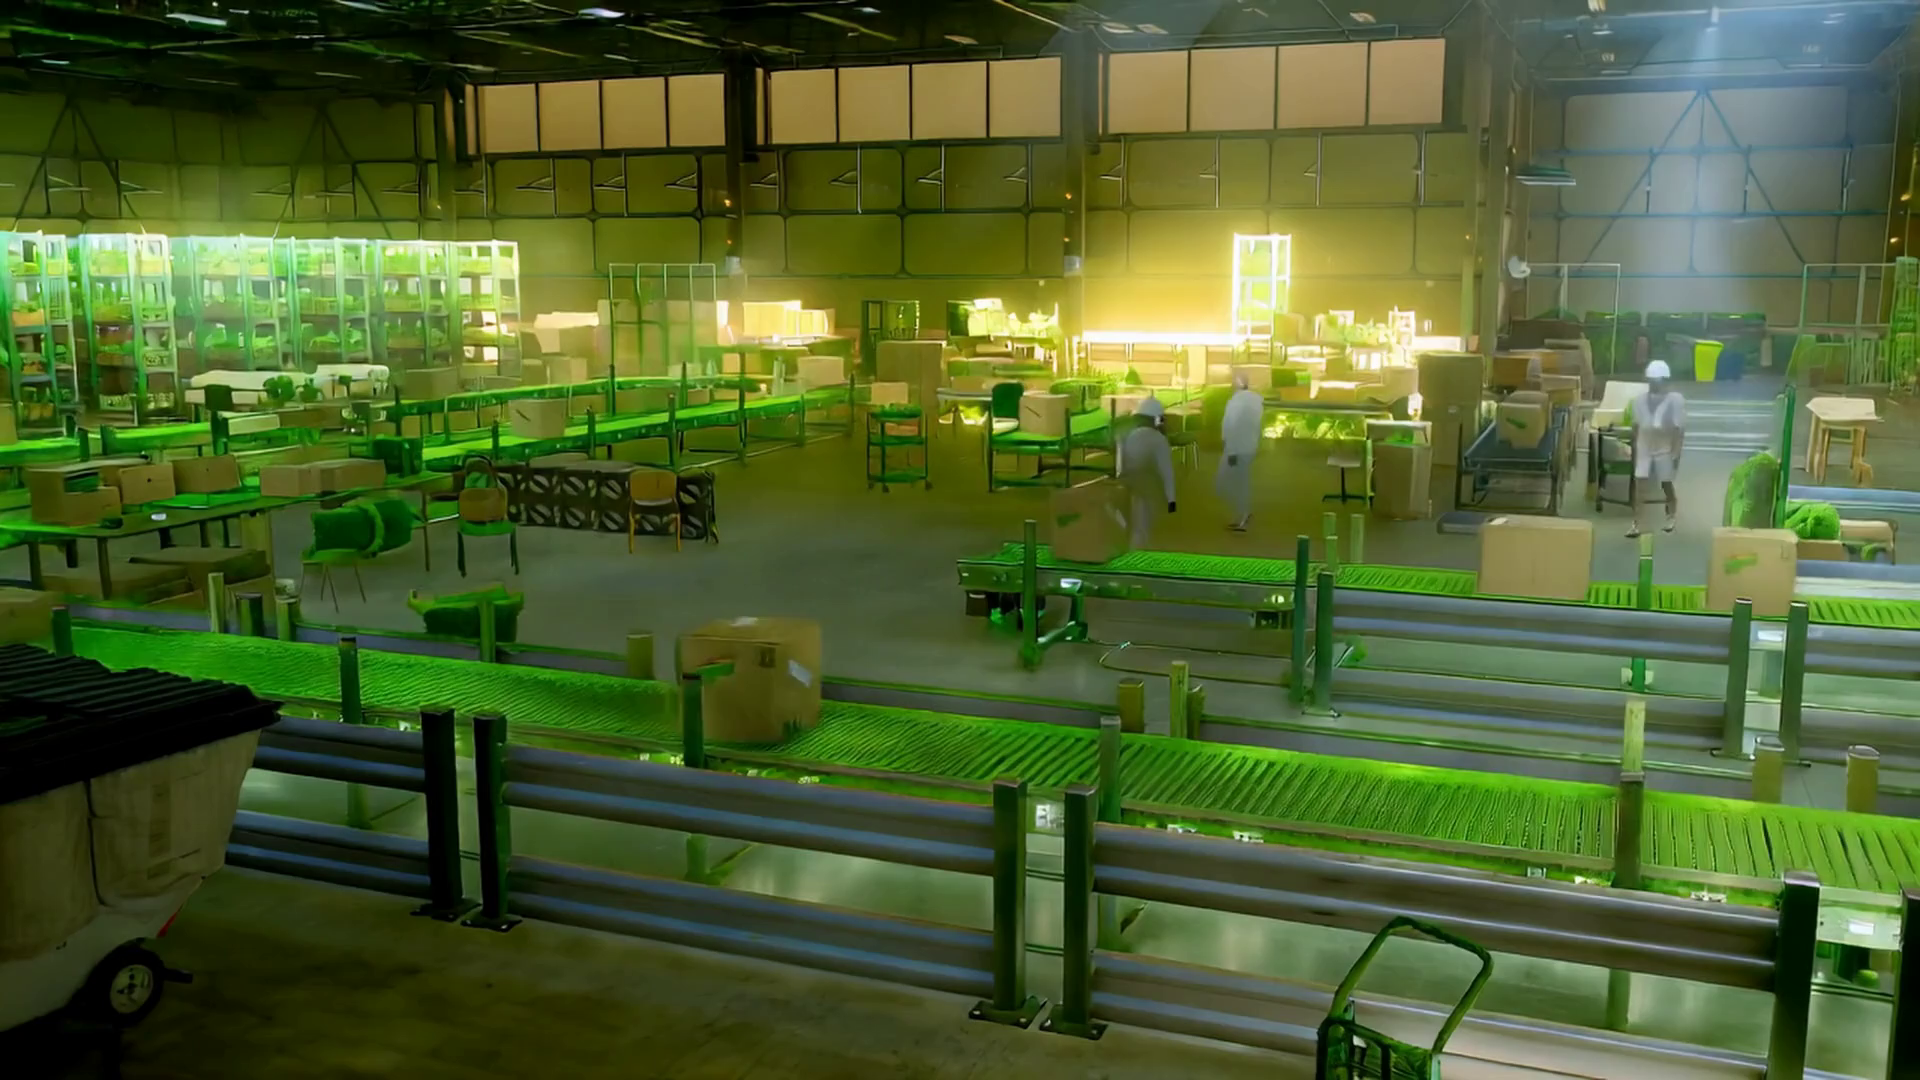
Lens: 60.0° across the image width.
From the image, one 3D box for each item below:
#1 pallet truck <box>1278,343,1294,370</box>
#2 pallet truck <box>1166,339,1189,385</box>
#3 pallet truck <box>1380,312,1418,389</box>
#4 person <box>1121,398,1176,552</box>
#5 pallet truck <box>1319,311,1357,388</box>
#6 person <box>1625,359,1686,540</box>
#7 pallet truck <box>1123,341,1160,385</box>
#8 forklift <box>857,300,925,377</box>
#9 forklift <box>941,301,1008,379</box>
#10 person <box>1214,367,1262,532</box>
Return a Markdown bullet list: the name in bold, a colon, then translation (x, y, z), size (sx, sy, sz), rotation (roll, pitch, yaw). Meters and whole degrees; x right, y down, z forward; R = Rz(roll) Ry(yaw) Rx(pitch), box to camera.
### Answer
- **pallet truck**: translation (7.886, -4.163, 39.743), size (0.653, 1.274, 1.630), rotation (4, 10, 22)
- **pallet truck**: translation (5.418, -4.269, 40.420), size (0.704, 1.261, 1.522), rotation (3, 10, 20)
- **pallet truck**: translation (10.207, -4.283, 38.369), size (0.823, 1.965, 1.885), rotation (3, 10, 20)
- **person**: translation (1.768, -0.463, 15.865), size (0.927, 1.792, 0.611), rotation (-6, 11, -34)
- **pallet truck**: translation (9.071, -4.419, 39.190), size (0.823, 1.965, 1.885), rotation (5, 10, 26)
- **person**: translation (7.809, -1.021, 18.599), size (0.995, 2.007, 0.618), rotation (-9, 13, -42)
- **pallet truck**: translation (4.445, -4.380, 41.279), size (0.680, 1.201, 1.601), rotation (4, 10, 22)
- **forklift**: translation (-1.732, -5.109, 42.468), size (1.157, 1.987, 2.680), rotation (4, 10, 22)
- **forklift**: translation (0.365, -4.966, 41.571), size (1.157, 1.987, 2.680), rotation (3, 10, 20)
- **person**: translation (3.159, -1.021, 18.910), size (0.431, 1.891, 0.683), rotation (6, 11, 33)
